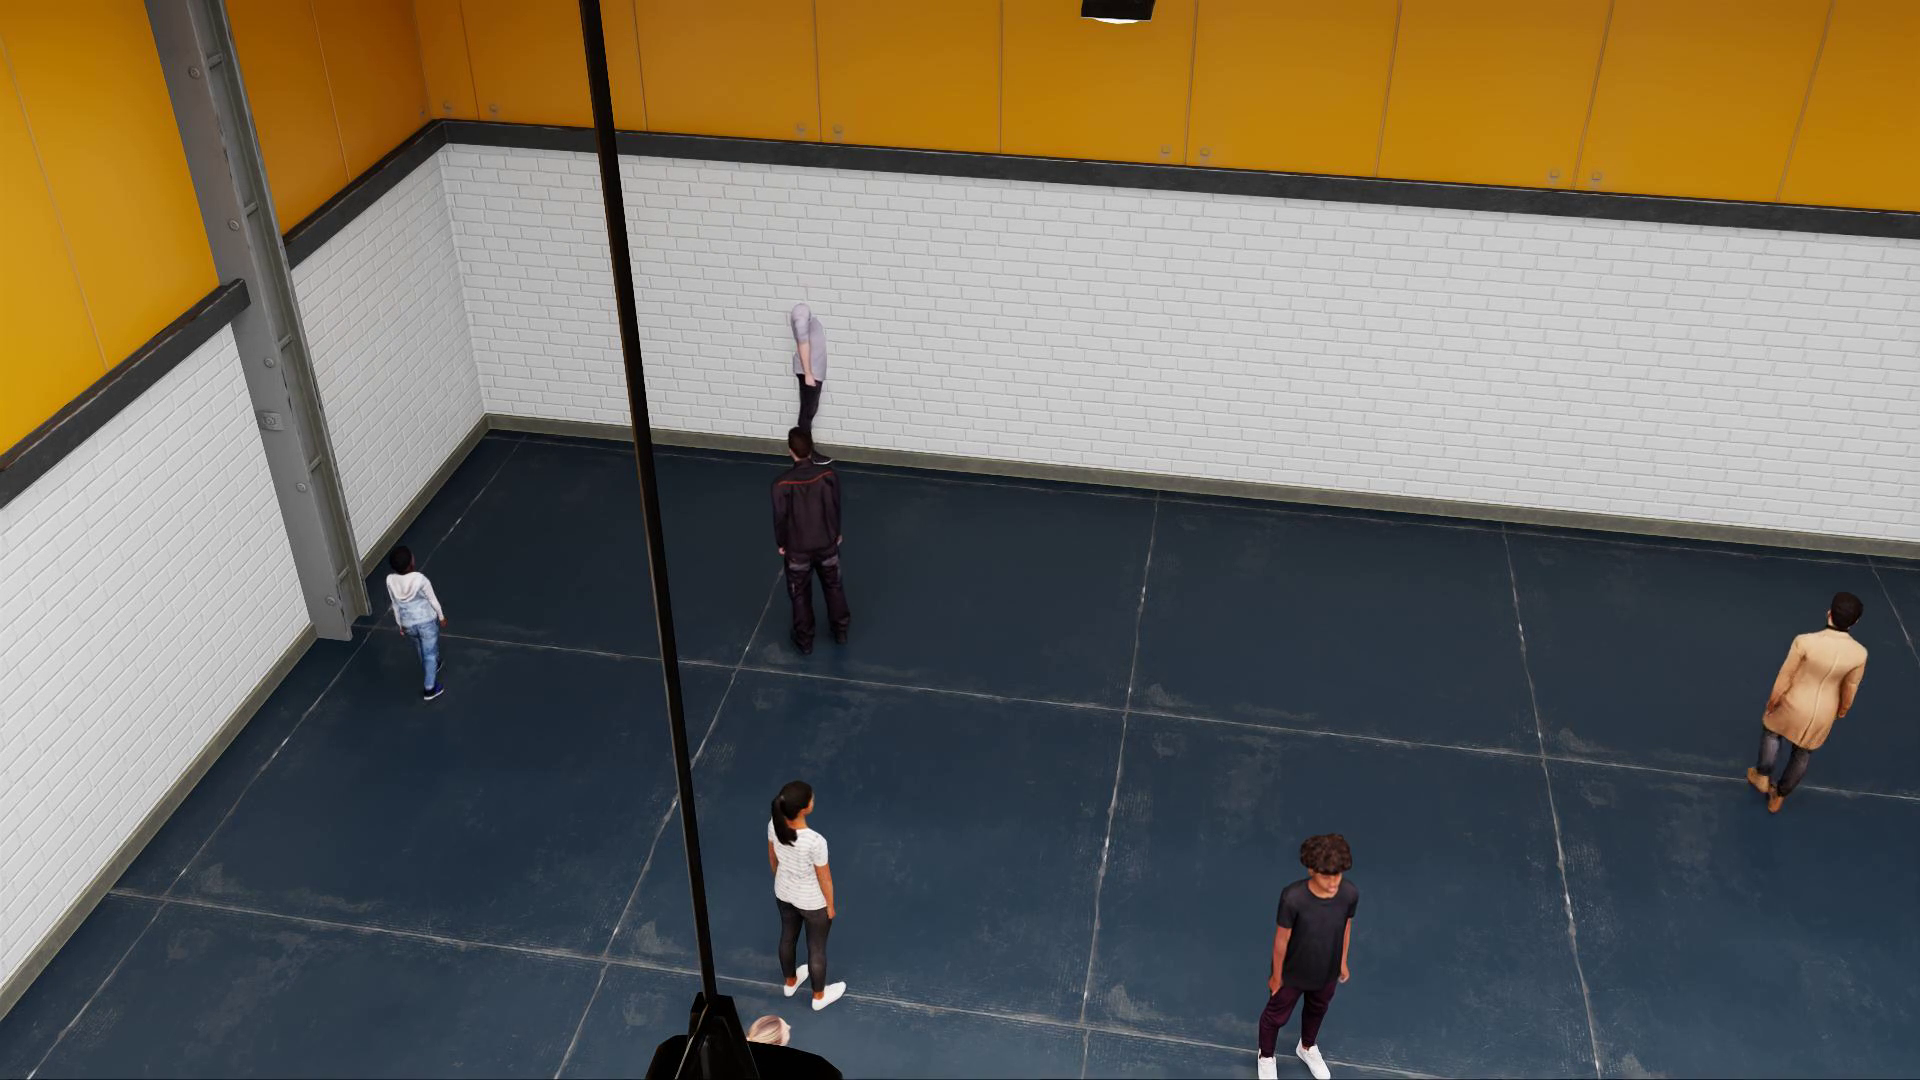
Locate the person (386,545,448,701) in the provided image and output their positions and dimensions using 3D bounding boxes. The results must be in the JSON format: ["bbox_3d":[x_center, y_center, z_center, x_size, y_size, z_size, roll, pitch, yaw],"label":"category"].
[{"bbox_3d":[-4.006,0.605,12.263,0.478,1.255,0.708,4,34,7],"label":"person"}]

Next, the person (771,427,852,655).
[{"bbox_3d":[-1.129,0.014,12.560,0.804,1.909,0.790,-10,35,-15],"label":"person"}]

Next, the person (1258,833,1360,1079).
[{"bbox_3d":[1.928,2.318,9.207,0.711,1.784,0.711,-8,34,-12],"label":"person"}]

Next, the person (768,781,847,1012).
[{"bbox_3d":[-0.923,2.066,9.715,0.640,1.642,0.637,20,39,28],"label":"person"}]

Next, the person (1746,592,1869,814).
[{"bbox_3d":[5.635,1.135,11.046,0.718,1.719,0.693,9,35,14],"label":"person"}]

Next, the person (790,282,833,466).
[{"bbox_3d":[-1.357,-1.577,15.021,0.754,1.834,0.558,1,34,2],"label":"person"}]

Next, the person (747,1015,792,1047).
[{"bbox_3d":[-0.907,2.972,8.297,0.658,1.703,0.692,27,42,34],"label":"person"}]
